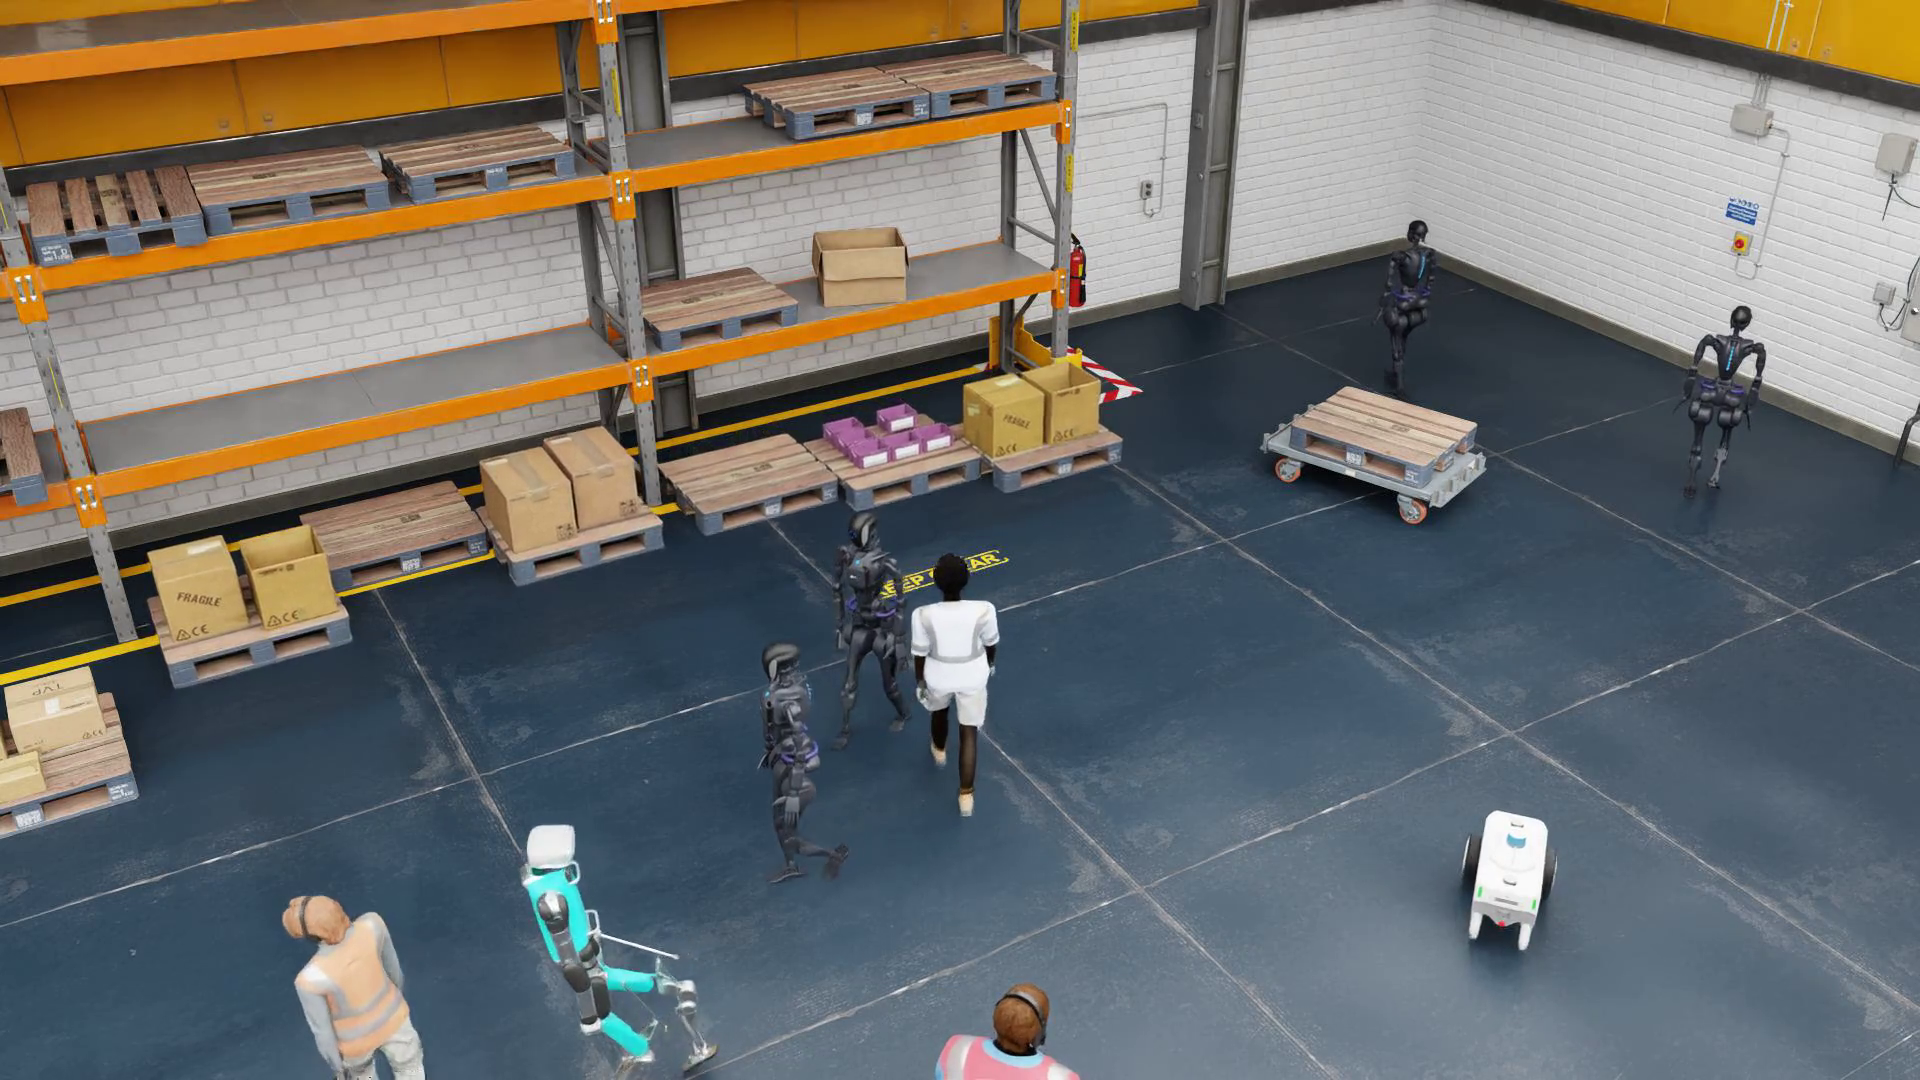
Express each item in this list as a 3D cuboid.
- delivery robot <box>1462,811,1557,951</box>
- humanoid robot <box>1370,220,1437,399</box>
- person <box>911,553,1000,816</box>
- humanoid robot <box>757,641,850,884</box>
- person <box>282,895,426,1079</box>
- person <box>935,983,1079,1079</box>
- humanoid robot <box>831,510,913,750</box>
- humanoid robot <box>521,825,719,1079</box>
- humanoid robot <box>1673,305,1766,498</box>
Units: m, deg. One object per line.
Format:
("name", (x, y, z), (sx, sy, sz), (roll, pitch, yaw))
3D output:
("delivery robot", (3.099, 1.877, 9.381), (0.499, 0.614, 0.815), (10, 31, 18))
("humanoid robot", (4.075, -2.167, 15.392), (0.590, 1.642, 0.652), (-12, 32, -20))
("person", (-0.028, 0.836, 10.087), (0.530, 1.665, 0.834), (1, 29, 2))
("humanoid robot", (-0.918, 1.248, 9.333), (0.442, 1.640, 0.589), (-12, 32, -21))
("person", (-2.694, 2.259, 7.619), (0.809, 1.589, 0.529), (23, 37, 35))
("person", (0.211, 2.563, 6.854), (0.630, 1.835, 0.432), (11, 31, 19))
("humanoid robot", (-0.566, 0.580, 10.547), (0.597, 1.639, 0.615), (16, 33, 27))
("humanoid robot", (-1.510, 2.041, 7.909), (0.986, 1.777, 0.532), (-9, 31, -15))
("humanoid robot", (6.161, -1.130, 13.546), (0.601, 1.649, 0.333), (13, 32, 22))
